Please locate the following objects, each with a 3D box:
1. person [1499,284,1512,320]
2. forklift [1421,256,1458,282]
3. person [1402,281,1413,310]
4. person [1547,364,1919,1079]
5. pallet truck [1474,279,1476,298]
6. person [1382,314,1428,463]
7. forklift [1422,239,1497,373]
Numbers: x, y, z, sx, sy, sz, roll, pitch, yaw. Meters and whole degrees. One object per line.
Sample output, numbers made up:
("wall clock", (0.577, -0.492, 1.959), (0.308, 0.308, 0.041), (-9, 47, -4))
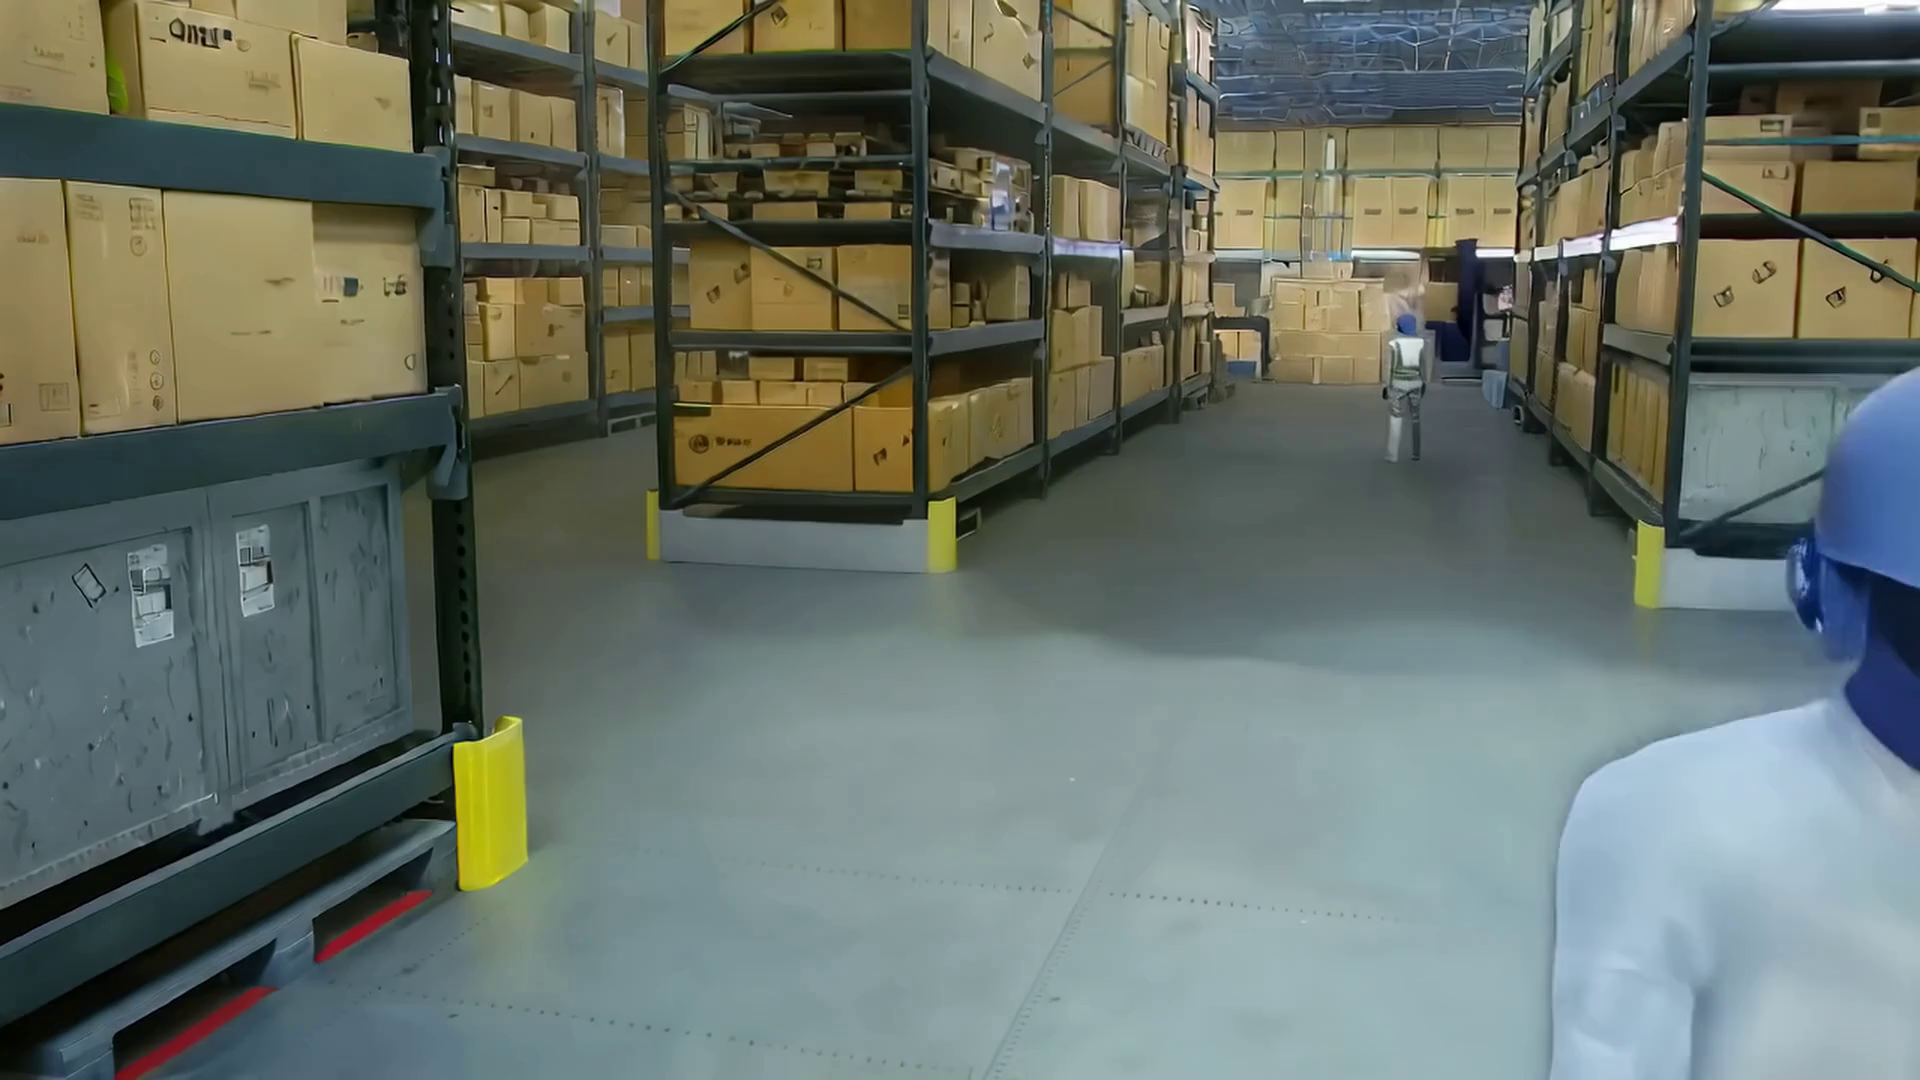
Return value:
("person", (18.478, -7.744, 56.251), (0.876, 1.855, 0.579), (-9, 12, -44))
("forklift", (12.201, -6.084, 42.428), (1.129, 2.768, 1.873), (2, 9, 15))
("person", (15.042, -7.751, 55.996), (0.362, 1.938, 0.631), (1, 9, 5))
("person", (0.804, 0.829, 1.430), (0.615, 1.949, 0.958), (2, 9, 10))
("pallet truck", (18.896, -8.459, 60.307), (1.885, 1.965, 0.823), (5, 10, 31))
("person", (4.897, -1.662, 18.303), (0.512, 1.629, 0.316), (-2, 9, -11))
("forklift", (10.570, -4.889, 34.835), (1.873, 2.768, 1.129), (2, 9, 15))
